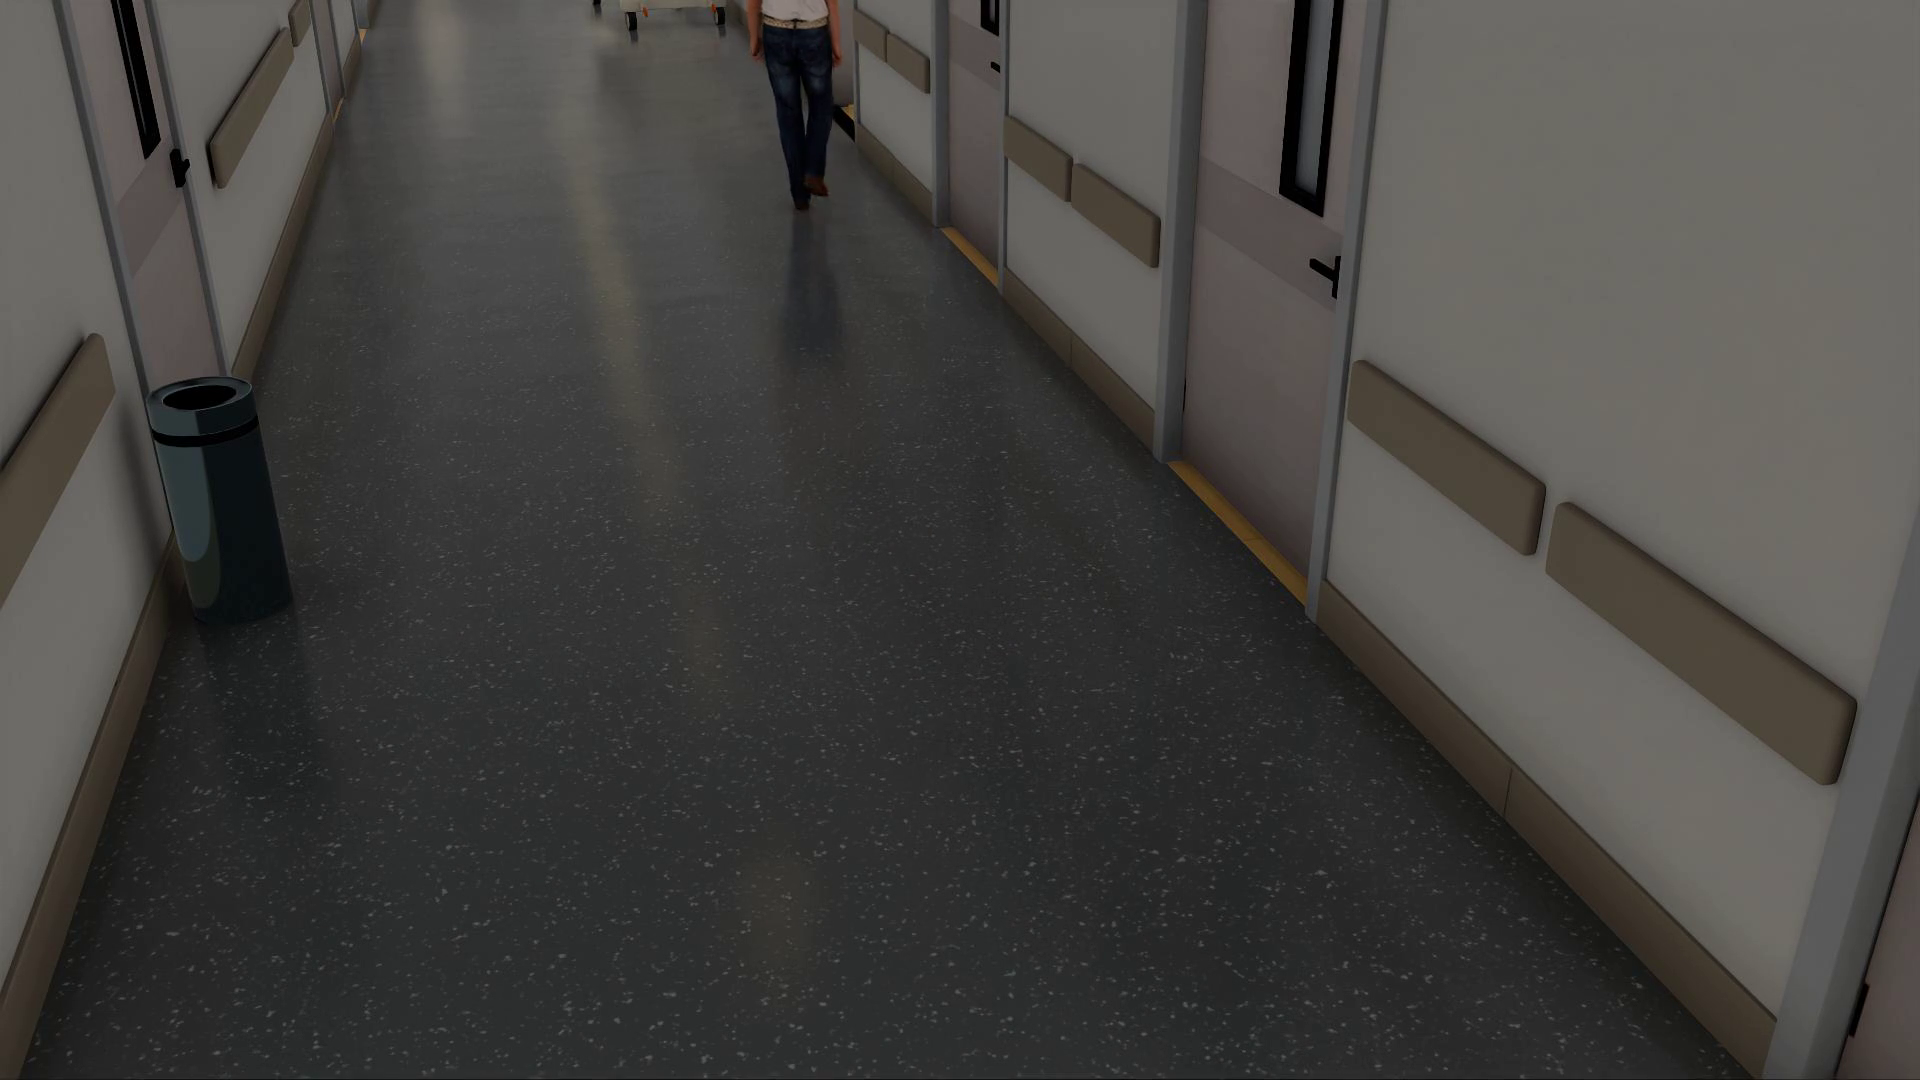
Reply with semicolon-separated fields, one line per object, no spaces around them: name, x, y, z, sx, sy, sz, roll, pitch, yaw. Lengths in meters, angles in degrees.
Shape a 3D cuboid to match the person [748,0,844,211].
person;-0.925;-2.772;9.361;0.673;1.847;0.797;-2;26;-4
